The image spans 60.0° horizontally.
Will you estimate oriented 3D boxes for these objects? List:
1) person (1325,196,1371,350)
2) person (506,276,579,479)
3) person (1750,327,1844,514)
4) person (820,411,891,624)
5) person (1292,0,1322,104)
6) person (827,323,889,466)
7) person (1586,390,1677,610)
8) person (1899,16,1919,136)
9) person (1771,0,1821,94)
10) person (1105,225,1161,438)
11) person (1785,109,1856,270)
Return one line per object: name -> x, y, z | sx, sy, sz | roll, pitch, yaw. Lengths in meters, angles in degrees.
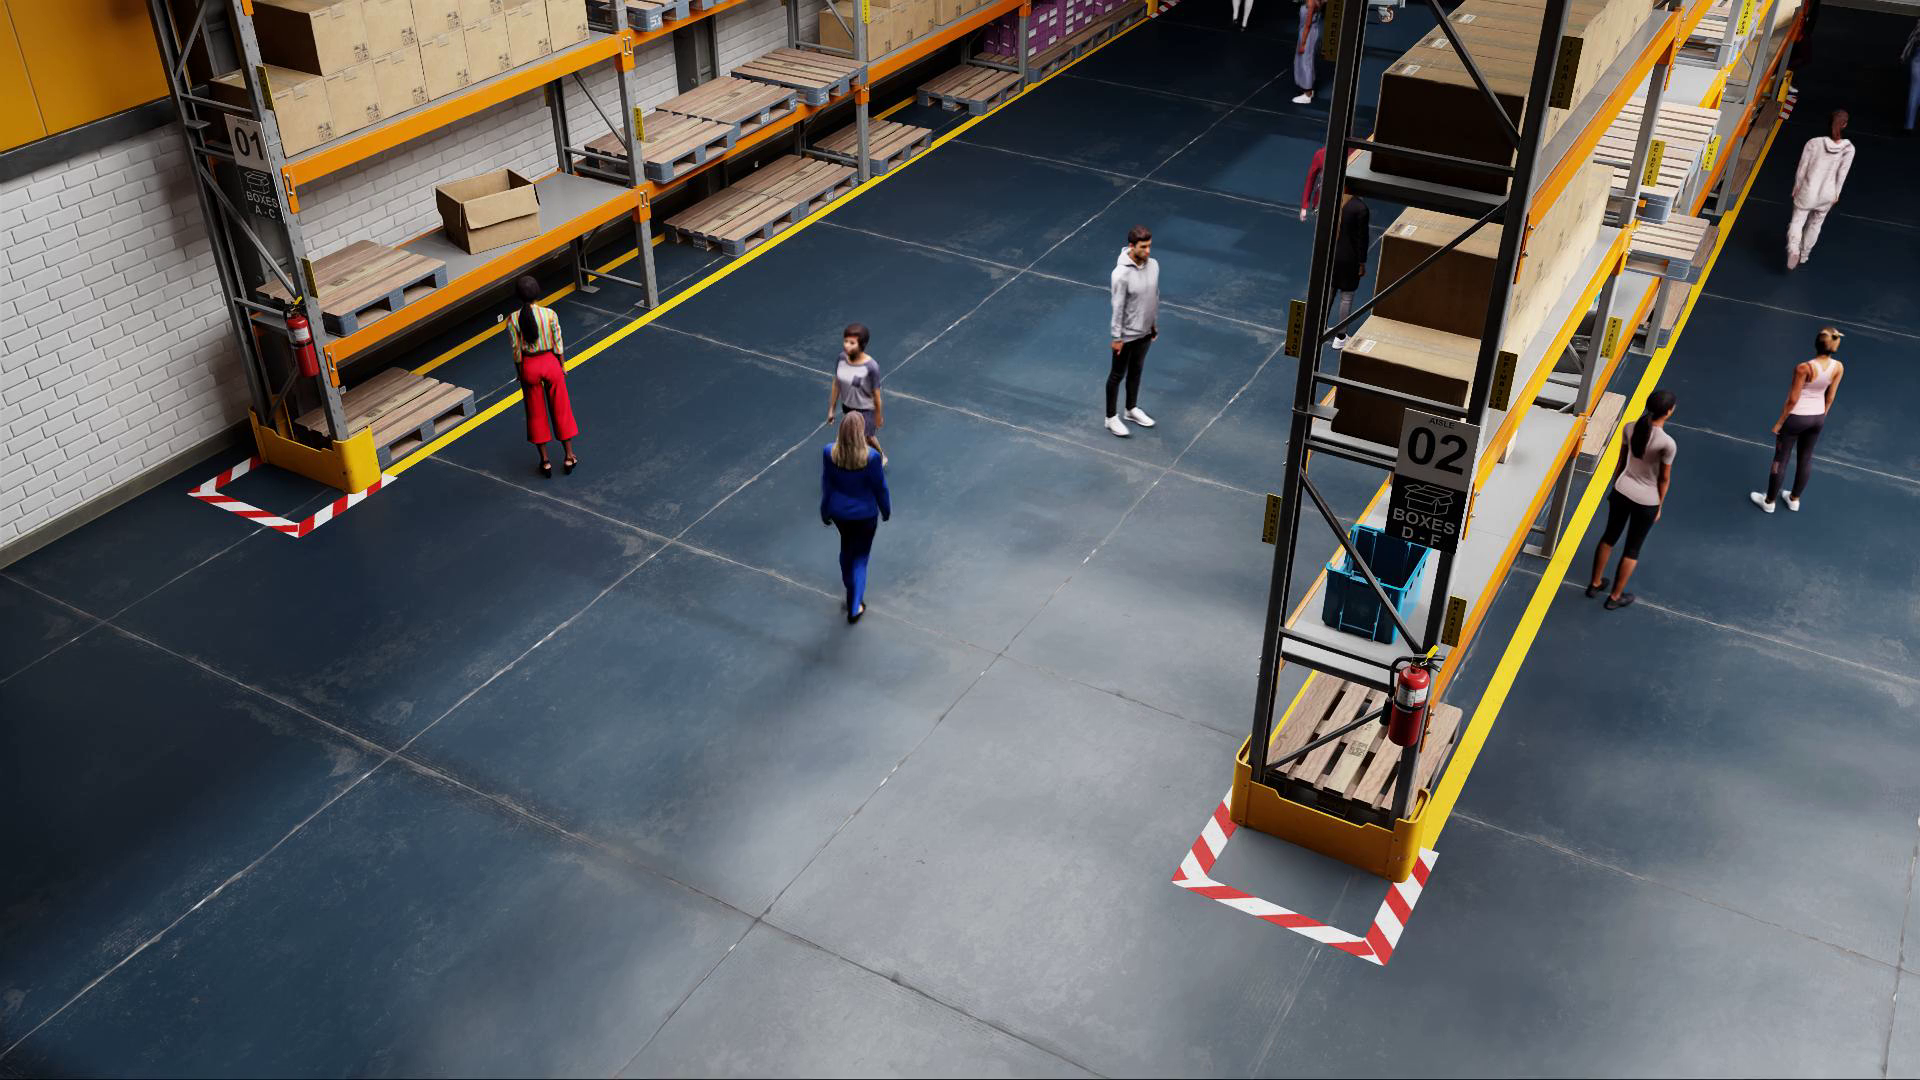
person -> 3.645, -2.681, 15.804 | 0.701, 1.762, 0.722 | -21, 39, -29
person -> -3.470, -1.353, 13.780 | 0.675, 1.792, 0.735 | -8, 35, -12
person -> 6.761, -0.964, 13.328 | 0.649, 1.643, 0.679 | -3, 34, -5
person -> -0.802, -0.129, 12.035 | 0.724, 1.684, 0.826 | 10, 35, 14
person -> 4.564, -6.551, 21.695 | 0.842, 1.685, 0.539 | 19, 38, 26
person -> -0.790, -1.090, 13.626 | 0.656, 1.523, 1.068 | 23, 40, 30
person -> 4.960, -0.299, 12.243 | 0.701, 1.737, 0.683 | -19, 38, -26
person -> 11.974, -5.860, 20.614 | 0.754, 1.732, 1.228 | 11, 35, 17
person -> 11.059, -6.804, 22.009 | 0.773, 1.761, 0.683 | 14, 36, 20
person -> 1.475, -1.831, 14.377 | 0.638, 1.926, 0.802 | -26, 42, -33
person -> 8.896, -3.600, 17.266 | 0.692, 1.674, 0.963 | 14, 36, 20
